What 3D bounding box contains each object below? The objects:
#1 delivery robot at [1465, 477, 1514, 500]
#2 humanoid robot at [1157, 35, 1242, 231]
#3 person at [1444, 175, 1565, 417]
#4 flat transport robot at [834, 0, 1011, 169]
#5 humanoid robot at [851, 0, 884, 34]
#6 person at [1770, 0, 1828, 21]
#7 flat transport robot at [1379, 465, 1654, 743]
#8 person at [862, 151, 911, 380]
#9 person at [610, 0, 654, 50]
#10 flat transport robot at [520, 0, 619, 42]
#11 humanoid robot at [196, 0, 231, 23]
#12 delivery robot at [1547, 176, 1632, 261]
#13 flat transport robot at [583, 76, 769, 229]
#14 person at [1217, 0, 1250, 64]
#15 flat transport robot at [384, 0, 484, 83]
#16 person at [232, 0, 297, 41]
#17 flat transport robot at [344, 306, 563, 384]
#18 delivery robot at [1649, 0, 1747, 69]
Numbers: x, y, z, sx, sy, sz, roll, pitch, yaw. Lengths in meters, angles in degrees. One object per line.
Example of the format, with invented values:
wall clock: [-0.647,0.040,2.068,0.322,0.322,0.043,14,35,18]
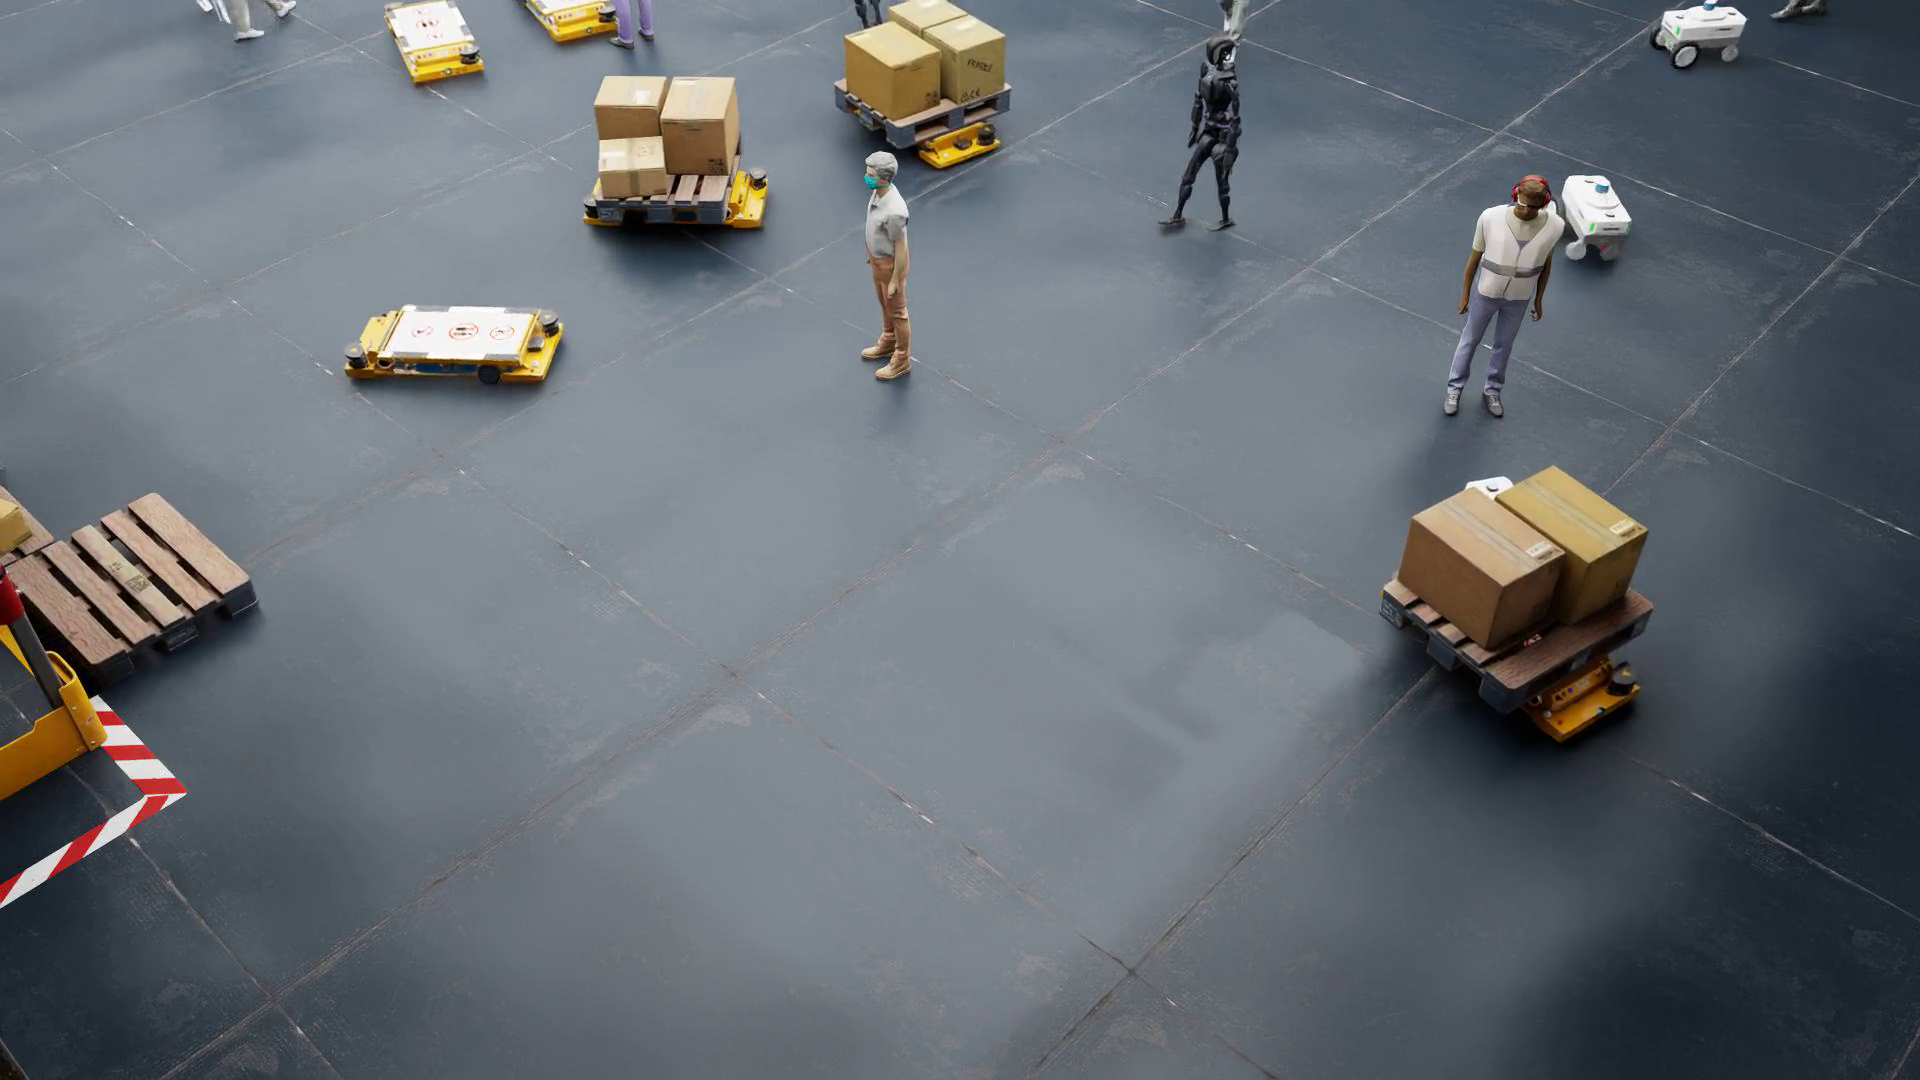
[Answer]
delivery robot: [3.400,-0.049,10.381,0.499,0.614,0.815,-10,43,-11]
humanoid robot: [1.944,-3.125,12.958,0.619,1.640,0.601,-18,45,-19]
person: [3.651,-1.652,11.190,0.563,1.837,0.389,4,42,4]
flat transport robot: [-0.337,-3.715,14.655,0.659,0.231,1.431,-26,48,-26]
humanoid robot: [-0.928,-5.549,15.645,0.610,1.642,0.339,-33,51,-31]
person: [8.257,-5.857,15.891,0.706,1.804,0.581,1,42,1]
flat transport robot: [3.254,0.573,9.889,0.659,0.231,1.431,-24,47,-24]
person: [-0.513,-1.913,11.547,0.319,1.748,0.482,-14,44,-15]
person: [-3.128,-5.473,15.431,0.564,1.846,0.390,-33,51,-31]
flat transport robot: [-3.939,-5.345,16.467,0.659,0.231,1.431,-21,46,-22]
humanoid robot: [-7.422,-5.840,15.931,0.530,1.781,0.835,-27,49,-27]
delivery robot: [5.017,-2.589,13.200,0.507,0.608,0.779,-1,42,-2]
flat transport robot: [-2.325,-2.814,13.654,1.431,0.231,0.659,1,42,1]
person: [2.593,-5.365,15.399,0.489,1.721,0.707,12,43,13]
flat transport robot: [-5.030,-4.788,15.848,0.659,0.231,1.431,-17,45,-18]
person: [-6.754,-5.608,15.753,0.541,1.601,0.798,30,50,29]
flat transport robot: [-3.679,-1.424,12.109,1.431,0.231,0.659,1,42,2]
delivery robot: [6.953,-4.784,15.616,0.769,0.577,0.499,-6,42,-7]
